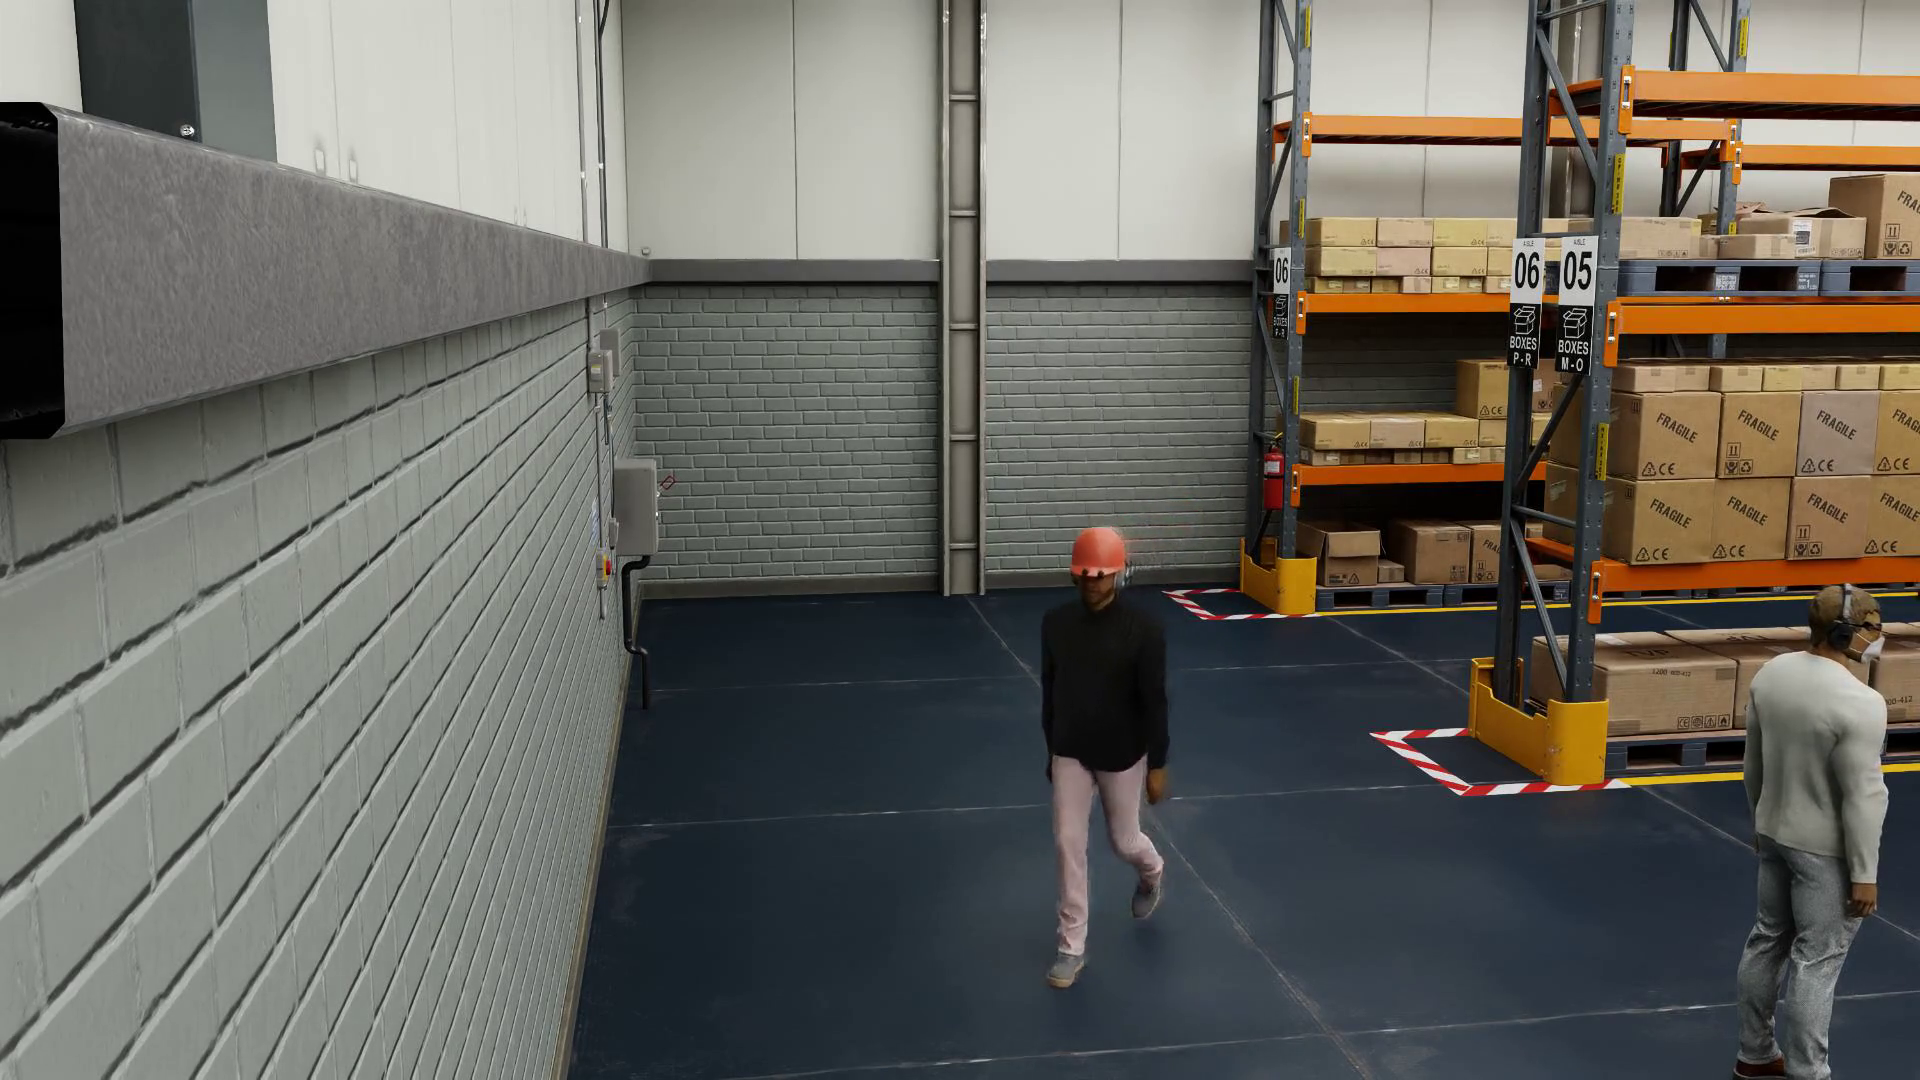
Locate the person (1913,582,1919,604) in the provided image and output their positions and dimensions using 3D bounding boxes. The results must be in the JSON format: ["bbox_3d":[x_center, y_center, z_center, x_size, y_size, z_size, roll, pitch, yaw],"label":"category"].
[{"bbox_3d":[7.472,0.051,12.507,0.757,1.945,0.613,-3,10,-19],"label":"person"}]

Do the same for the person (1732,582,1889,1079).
[{"bbox_3d":[3.069,1.106,5.993,0.350,1.935,0.635,-1,9,-9],"label":"person"}]

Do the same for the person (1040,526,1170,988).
[{"bbox_3d":[0.651,0.890,7.274,0.613,1.966,0.859,5,10,28],"label":"person"}]
